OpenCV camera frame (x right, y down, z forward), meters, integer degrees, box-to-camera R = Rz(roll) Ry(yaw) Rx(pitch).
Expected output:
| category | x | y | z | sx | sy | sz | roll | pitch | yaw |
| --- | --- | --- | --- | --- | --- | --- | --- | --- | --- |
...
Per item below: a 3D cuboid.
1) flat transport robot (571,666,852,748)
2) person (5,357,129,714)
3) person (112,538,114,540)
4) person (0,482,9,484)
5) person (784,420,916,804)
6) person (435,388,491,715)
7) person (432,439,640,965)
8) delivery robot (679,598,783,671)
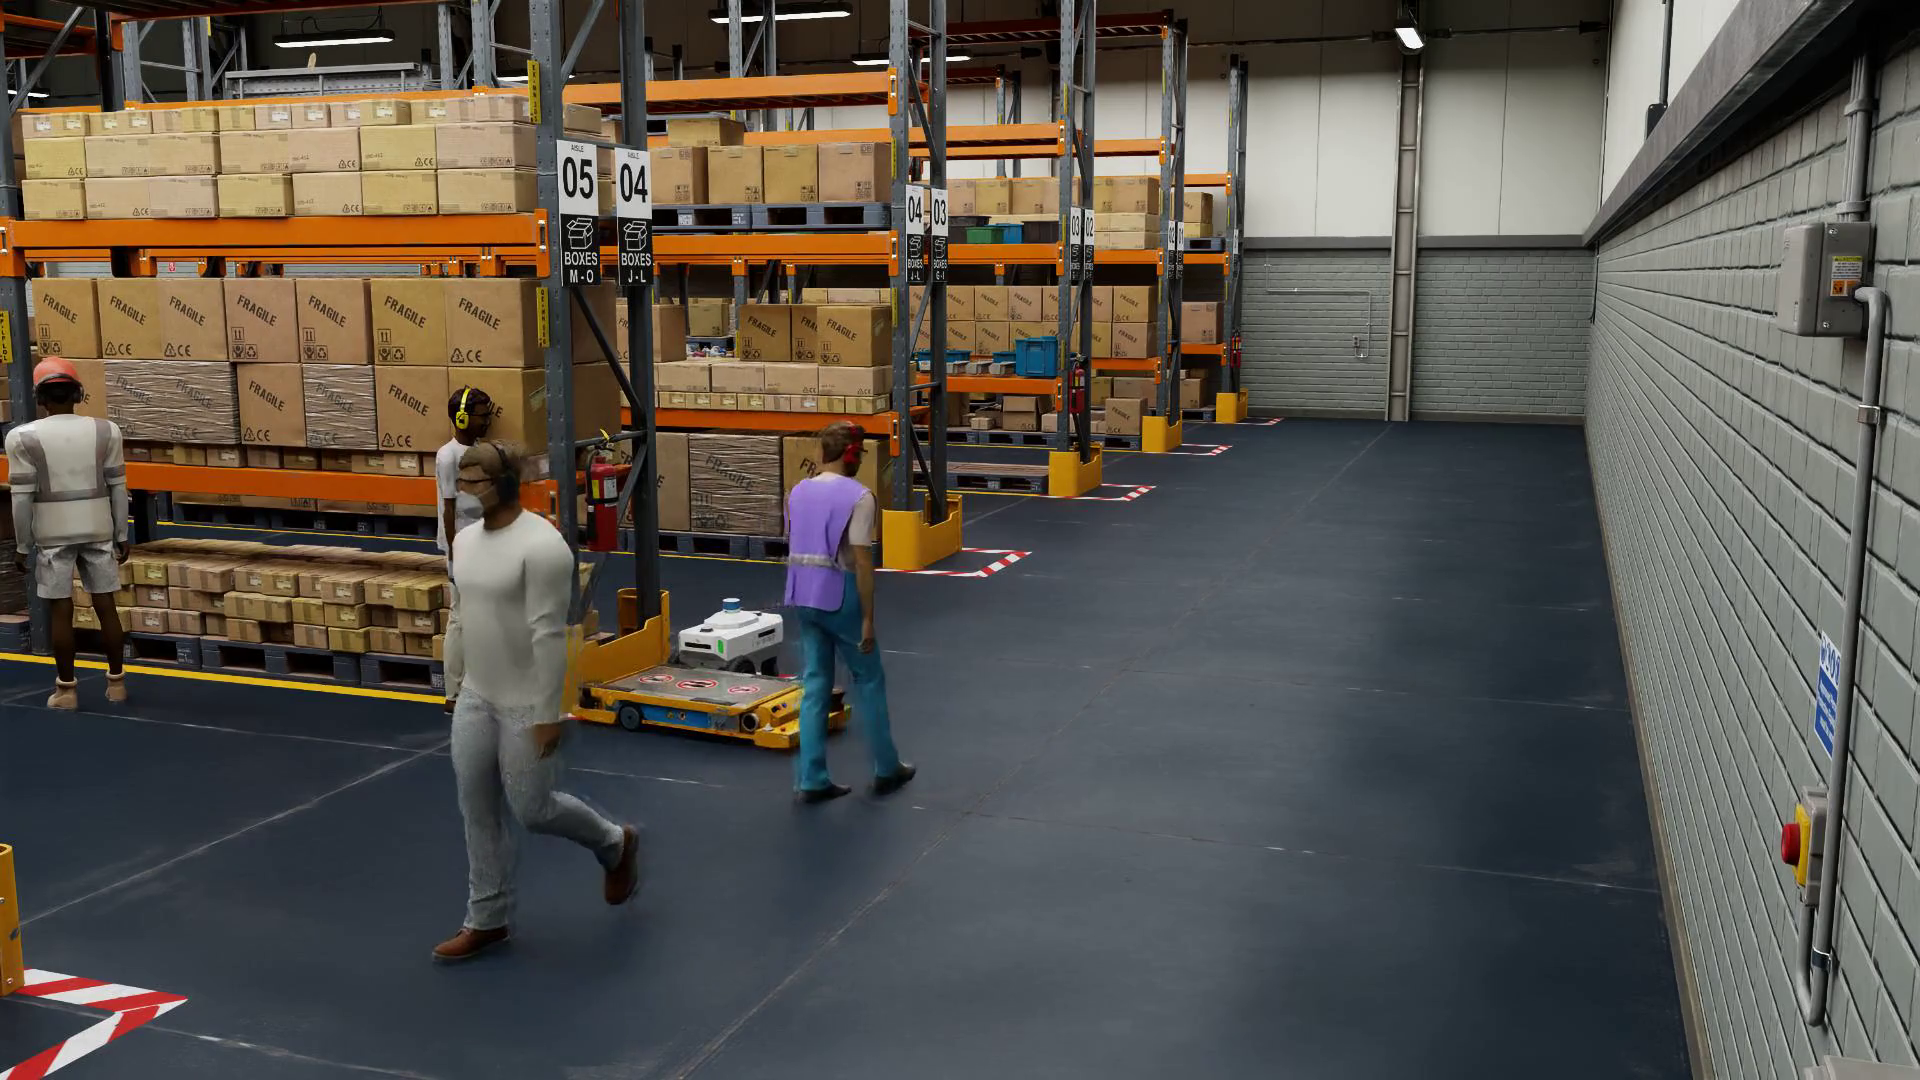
| category | x | y | z | sx | sy | sz | roll | pitch | yaw |
| --- | --- | --- | --- | --- | --- | --- | --- | --- | --- |
| flat transport robot | -1.381 | 0.899 | 9.218 | 1.431 | 0.197 | 0.652 | 4 | 10 | 26 |
| person | -5.079 | -0.025 | 9.505 | 0.605 | 2.034 | 0.389 | -8 | 12 | -39 |
| person | -8.134 | -0.913 | 15.312 | 0.481 | 1.943 | 0.693 | 1 | 9 | 6 |
| person | -8.197 | -0.793 | 14.412 | 0.396 | 1.992 | 0.622 | 7 | 11 | 36 |
| person | -0.545 | 0.333 | 8.004 | 0.609 | 1.803 | 0.763 | 8 | 12 | 40 |
| person | -2.787 | 0.070 | 9.458 | 0.333 | 1.860 | 0.510 | 1 | 9 | 4 |
| person | -1.600 | 0.571 | 6.152 | 0.633 | 1.915 | 0.758 | 7 | 11 | 37 |
| delivery robot | -1.362 | 0.593 | 9.950 | 0.477 | 0.478 | 0.707 | 5 | 10 | 26 |
